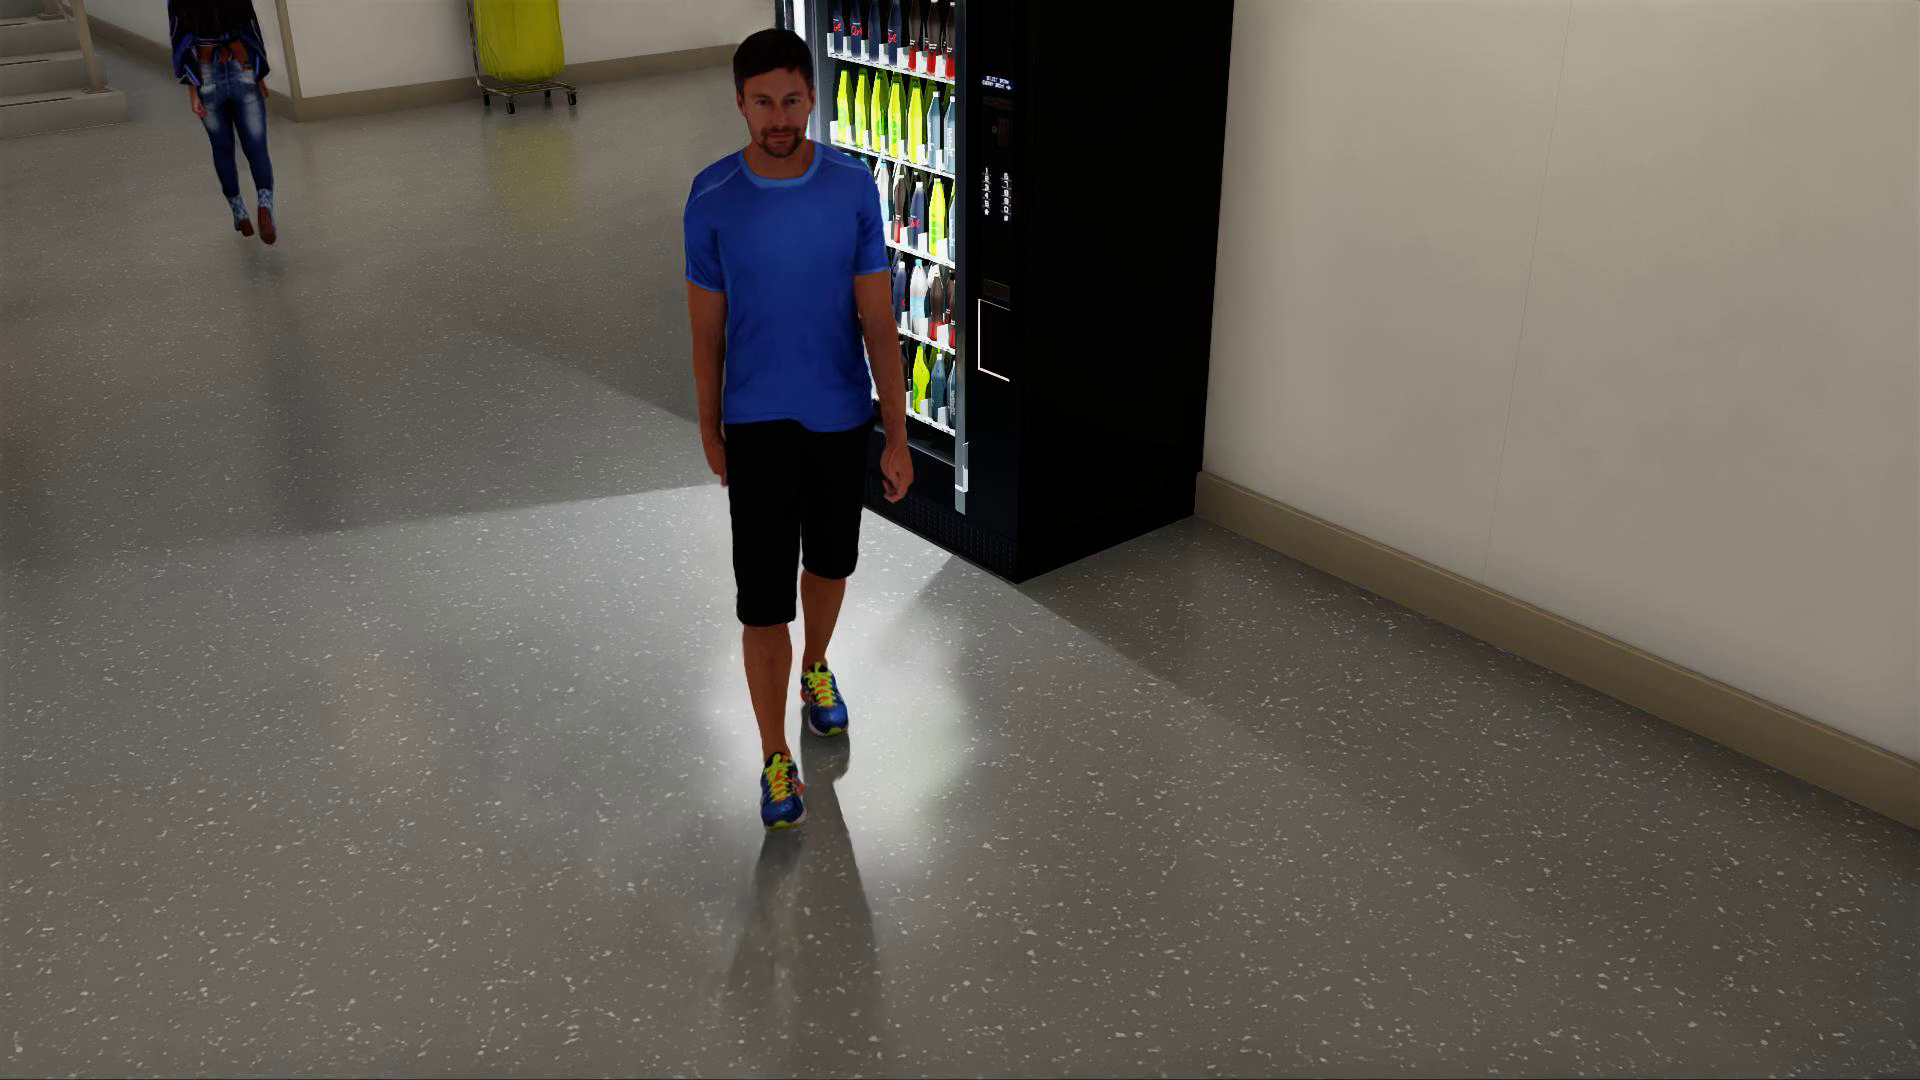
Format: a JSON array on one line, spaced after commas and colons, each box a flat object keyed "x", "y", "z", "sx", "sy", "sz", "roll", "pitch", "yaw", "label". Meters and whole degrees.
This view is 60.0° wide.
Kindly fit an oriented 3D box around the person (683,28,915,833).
[{"x": -0.406, "y": -0.314, "z": 4.100, "sx": 0.900, "sy": 1.833, "sz": 1.110, "roll": -7, "pitch": 27, "yaw": -15, "label": "person"}]

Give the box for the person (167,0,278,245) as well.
[{"x": -3.674, "y": -2.246, "z": 8.390, "sx": 0.779, "sy": 1.588, "sz": 1.081, "roll": -11, "pitch": 28, "yaw": -22, "label": "person"}]
